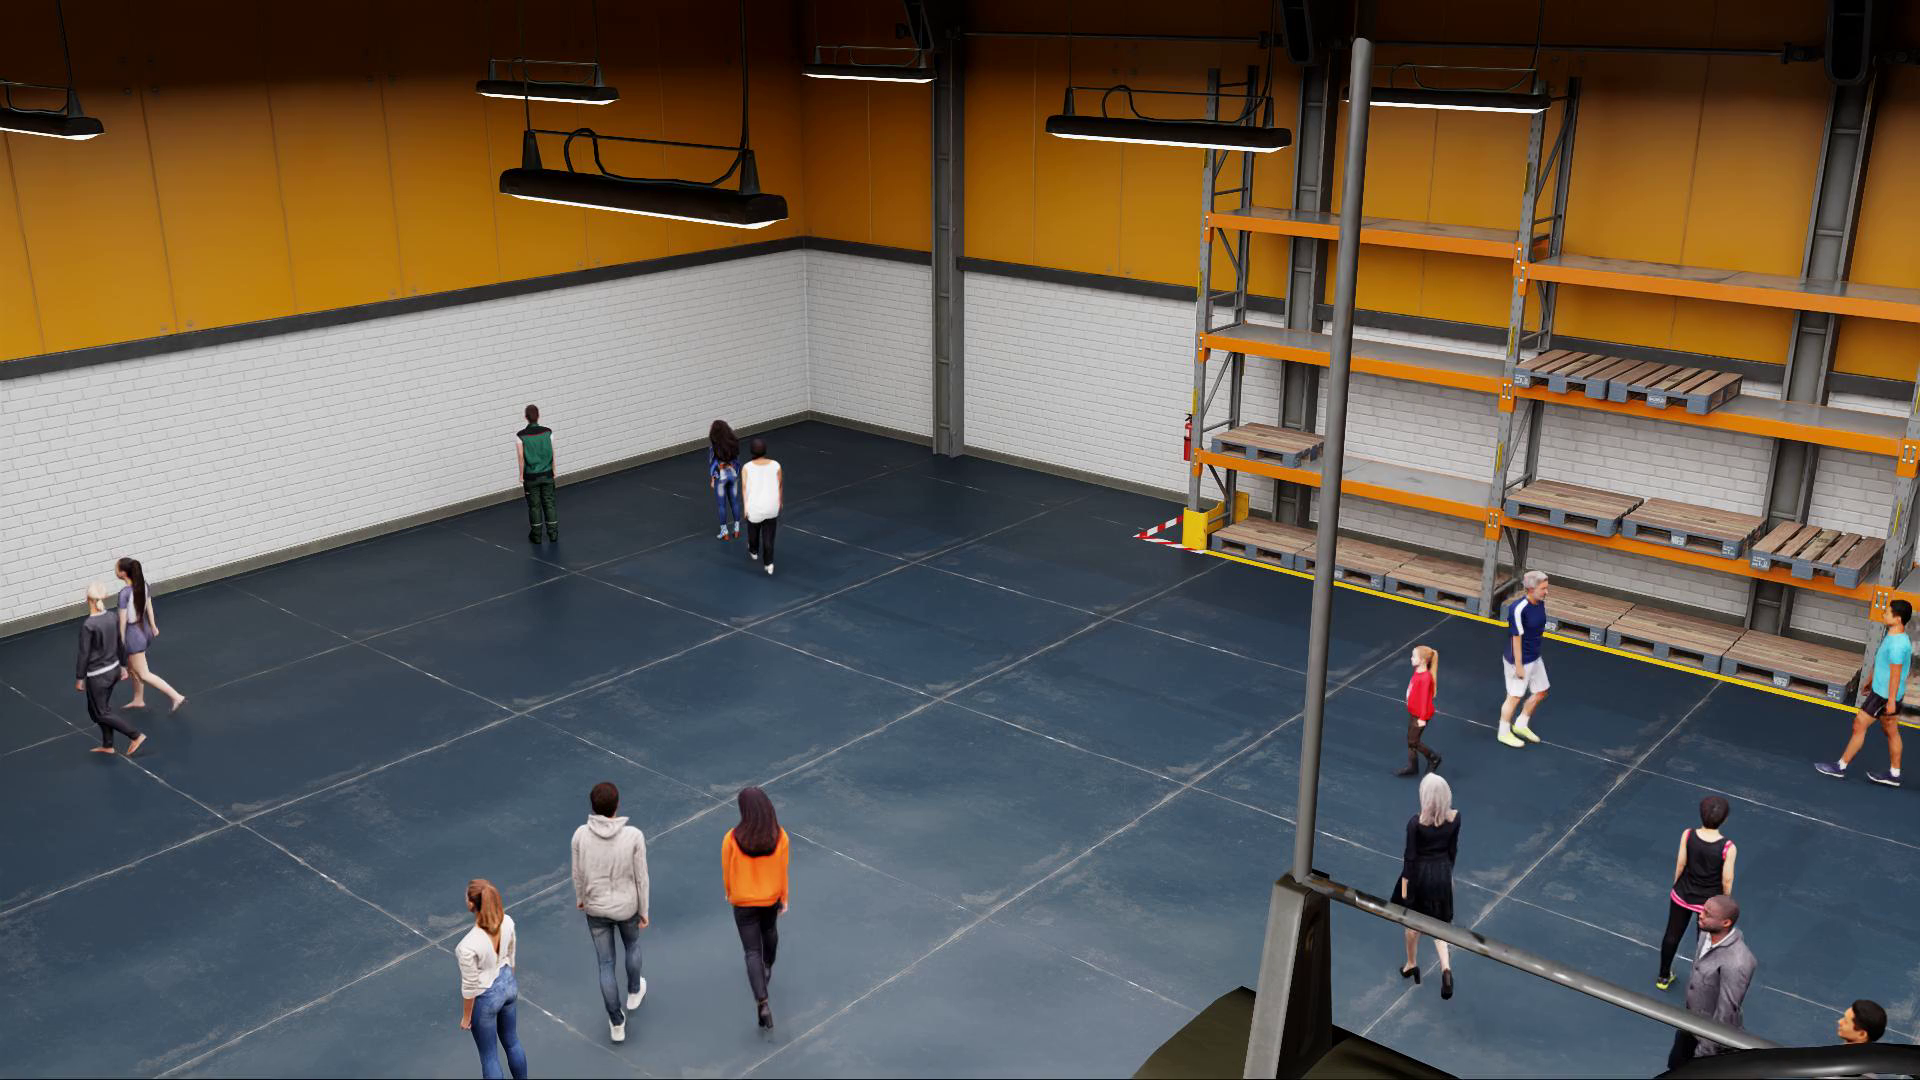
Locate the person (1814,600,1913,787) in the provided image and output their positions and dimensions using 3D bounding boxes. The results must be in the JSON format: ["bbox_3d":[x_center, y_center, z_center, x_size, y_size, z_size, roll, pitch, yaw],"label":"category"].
[{"bbox_3d":[8.452,1.411,14.981,1.003,1.750,0.783,9,21,26],"label":"person"}]

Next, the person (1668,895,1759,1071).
[{"bbox_3d":[4.655,2.987,10.203,0.923,1.812,0.891,0,19,0],"label":"person"}]

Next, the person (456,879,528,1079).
[{"bbox_3d":[-2.964,2.917,10.555,0.592,1.720,0.650,10,21,27],"label":"person"}]

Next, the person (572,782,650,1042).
[{"bbox_3d":[-2.392,2.577,11.396,0.971,1.829,1.052,-4,19,-11],"label":"person"}]

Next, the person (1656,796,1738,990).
[{"bbox_3d":[5.296,2.548,11.919,0.443,1.548,0.595,15,24,37],"label":"person"}]

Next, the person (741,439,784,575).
[{"bbox_3d":[-2.439,-0.390,20.493,1.047,1.644,1.187,-5,19,-14],"label":"person"}]

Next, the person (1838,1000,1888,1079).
[{"bbox_3d":[4.902,3.334,9.241,0.676,1.768,0.592,15,24,37],"label":"person"}]

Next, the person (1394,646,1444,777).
[{"bbox_3d":[4.259,1.583,15.220,0.747,1.271,0.683,-2,19,-5],"label":"person"}]

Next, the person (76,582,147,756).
[{"bbox_3d":[-7.969,1.242,15.581,0.935,1.688,0.854,0,19,1],"label":"person"}]

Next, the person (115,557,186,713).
[{"bbox_3d":[-8.074,0.972,16.473,1.055,1.629,0.927,1,19,4],"label":"person"}]

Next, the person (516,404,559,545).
[{"bbox_3d":[-5.480,-0.862,21.593,0.727,1.838,0.725,-9,21,-24],"label":"person"}]

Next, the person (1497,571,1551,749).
[{"bbox_3d":[5.265,1.105,15.788,0.698,1.816,0.661,-15,24,-38],"label":"person"}]

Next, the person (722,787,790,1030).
[{"bbox_3d":[-1.405,2.578,11.587,0.946,1.705,1.184,-7,20,-20],"label":"person"}]

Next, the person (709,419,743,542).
[{"bbox_3d":[-3.072,-0.803,21.762,0.663,1.618,0.638,-12,22,-32],"label":"person"}]

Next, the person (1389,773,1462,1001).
[{"bbox_3d":[3.364,2.486,11.815,0.905,1.733,1.023,-5,19,-14],"label":"person"}]
